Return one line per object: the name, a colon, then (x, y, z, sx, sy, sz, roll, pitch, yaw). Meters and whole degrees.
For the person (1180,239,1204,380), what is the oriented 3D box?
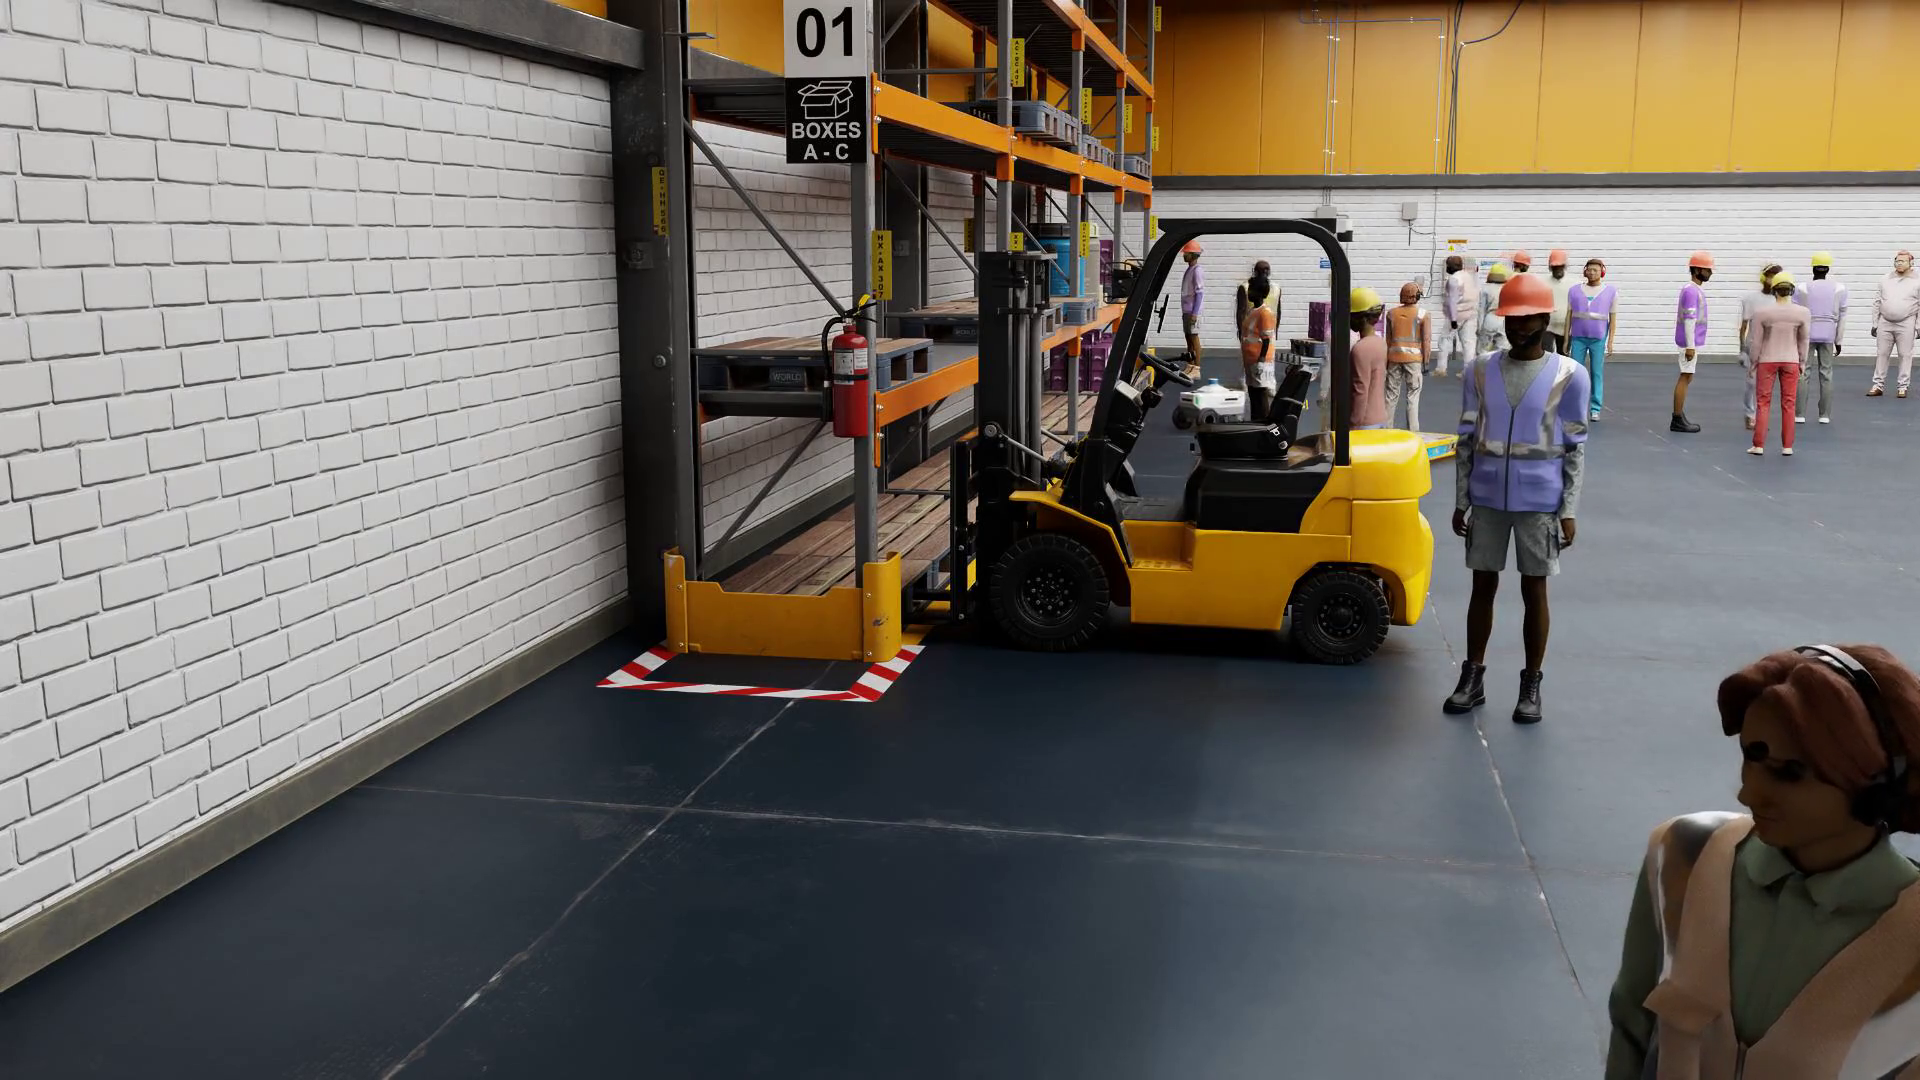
person: (3.388, -3.378, 24.445, 0.364, 2.048, 0.608, -1, 10, -8)

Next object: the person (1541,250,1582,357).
person: (7.440, -2.629, 20.698, 0.623, 1.932, 1.082, 4, 11, 20)

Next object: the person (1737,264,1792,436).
person: (8.573, -2.035, 17.750, 0.535, 1.813, 0.980, 3, 11, 17)

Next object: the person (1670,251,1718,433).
person: (7.892, -2.126, 17.891, 0.371, 1.933, 0.551, 5, 11, 25)

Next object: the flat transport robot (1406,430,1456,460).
flat transport robot: (4.147, -0.856, 15.495, 0.652, 0.197, 1.431, 8, 13, 38)

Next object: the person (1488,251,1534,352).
person: (8.026, -3.233, 24.094, 0.981, 1.871, 0.679, -2, 11, -13)

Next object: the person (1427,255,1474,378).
person: (7.281, -3.292, 24.602, 0.656, 1.808, 0.774, -10, 14, -44)

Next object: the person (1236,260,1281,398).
person: (3.939, -2.791, 21.958, 0.626, 1.795, 0.992, -1, 10, -5)

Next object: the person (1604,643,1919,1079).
person: (0.999, 0.916, 2.029, 0.312, 1.638, 0.512, -7, 12, -32)

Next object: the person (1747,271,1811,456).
person: (7.825, -1.681, 15.924, 0.523, 1.767, 0.313, 3, 11, 14)

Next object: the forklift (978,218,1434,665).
forklift: (1.285, -0.567, 8.635, 2.313, 2.155, 1.214, 2, 11, 11)

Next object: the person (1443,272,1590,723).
person: (2.399, -0.176, 7.191, 0.542, 1.939, 0.368, 7, 12, 32)

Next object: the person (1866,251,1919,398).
person: (12.234, -2.809, 21.712, 0.638, 1.910, 0.407, 10, 14, 43)

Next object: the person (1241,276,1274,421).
person: (3.000, -1.816, 16.847, 0.318, 1.697, 0.533, -2, 10, -9)

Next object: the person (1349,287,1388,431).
person: (2.613, -0.755, 10.847, 0.325, 1.765, 0.533, 6, 12, 29)

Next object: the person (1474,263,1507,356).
person: (7.345, -2.934, 22.883, 0.509, 1.728, 0.392, -1, 10, -6)

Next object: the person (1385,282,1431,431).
person: (4.573, -1.816, 17.040, 0.510, 1.630, 0.317, 9, 14, 41)

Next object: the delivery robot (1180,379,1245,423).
delivery robot: (2.735, -1.501, 17.995, 0.707, 0.478, 0.477, -6, 12, -30)

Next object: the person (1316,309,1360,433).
person: (3.217, -1.214, 13.776, 0.531, 1.608, 0.493, -7, 12, -34)

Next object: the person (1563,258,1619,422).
person: (7.171, -2.276, 18.944, 0.567, 1.850, 0.389, 6, 12, 30)

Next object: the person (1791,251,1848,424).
person: (9.575, -2.256, 18.624, 0.586, 1.928, 0.380, 3, 11, 14)
